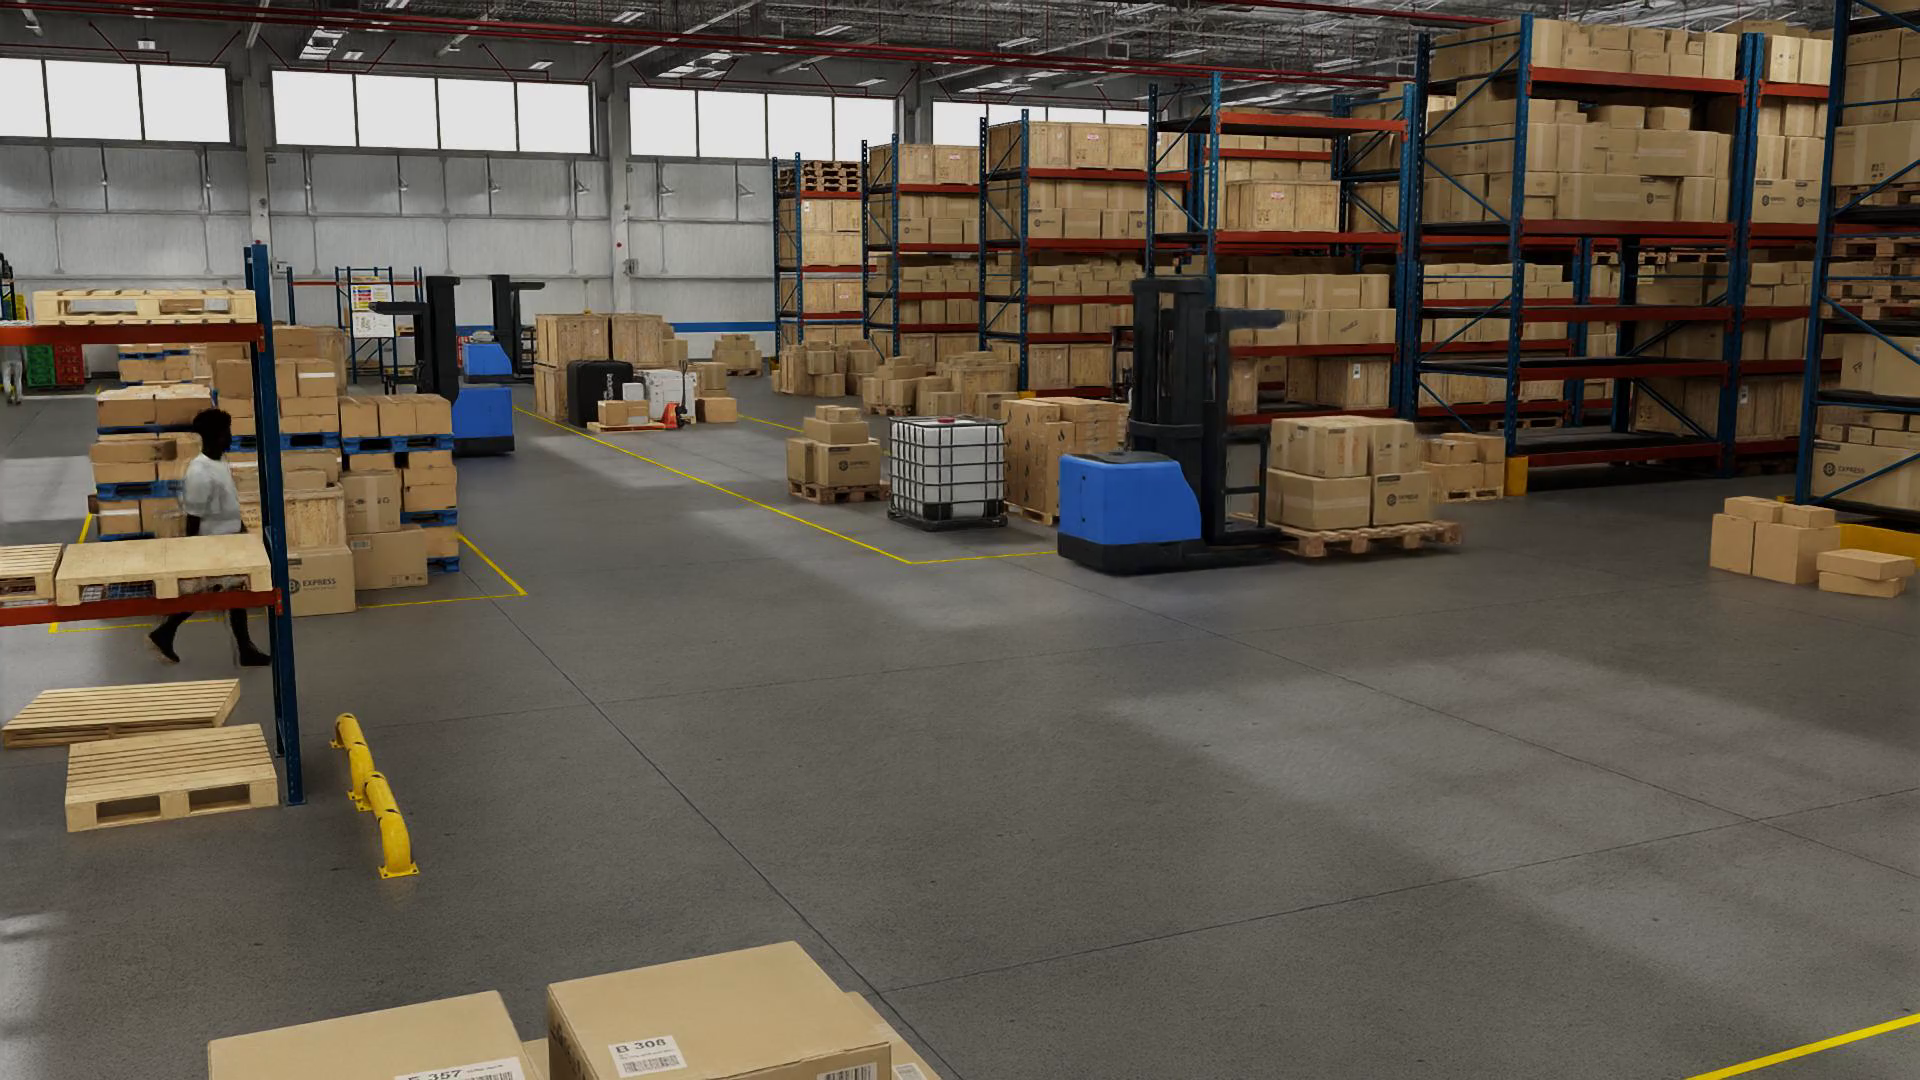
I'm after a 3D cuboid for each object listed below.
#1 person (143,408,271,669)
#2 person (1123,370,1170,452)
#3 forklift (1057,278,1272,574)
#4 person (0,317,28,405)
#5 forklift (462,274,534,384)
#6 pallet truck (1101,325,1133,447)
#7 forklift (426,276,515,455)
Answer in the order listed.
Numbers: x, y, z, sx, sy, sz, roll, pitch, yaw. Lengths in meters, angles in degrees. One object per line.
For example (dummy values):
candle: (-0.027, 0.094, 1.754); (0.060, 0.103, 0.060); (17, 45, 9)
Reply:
person: (-5.483, -0.002, 12.052); (0.916, 1.936, 0.597); (-2, 9, -13)
person: (2.220, -1.197, 19.694); (0.583, 1.846, 0.425); (0, 9, 1)
forklift: (2.003, -1.168, 16.334); (1.873, 2.768, 1.129); (-4, 10, -25)
person: (-20.589, -3.872, 36.093); (0.637, 1.924, 0.443); (-5, 10, -28)
forklift: (-11.646, -5.347, 42.260); (1.873, 2.768, 1.129); (-4, 10, -25)
pallet truck: (2.881, -2.596, 27.923); (0.823, 1.965, 1.885); (-1, 9, -7)
forklift: (-8.069, -2.737, 26.069); (1.873, 2.768, 1.129); (-4, 10, -25)
